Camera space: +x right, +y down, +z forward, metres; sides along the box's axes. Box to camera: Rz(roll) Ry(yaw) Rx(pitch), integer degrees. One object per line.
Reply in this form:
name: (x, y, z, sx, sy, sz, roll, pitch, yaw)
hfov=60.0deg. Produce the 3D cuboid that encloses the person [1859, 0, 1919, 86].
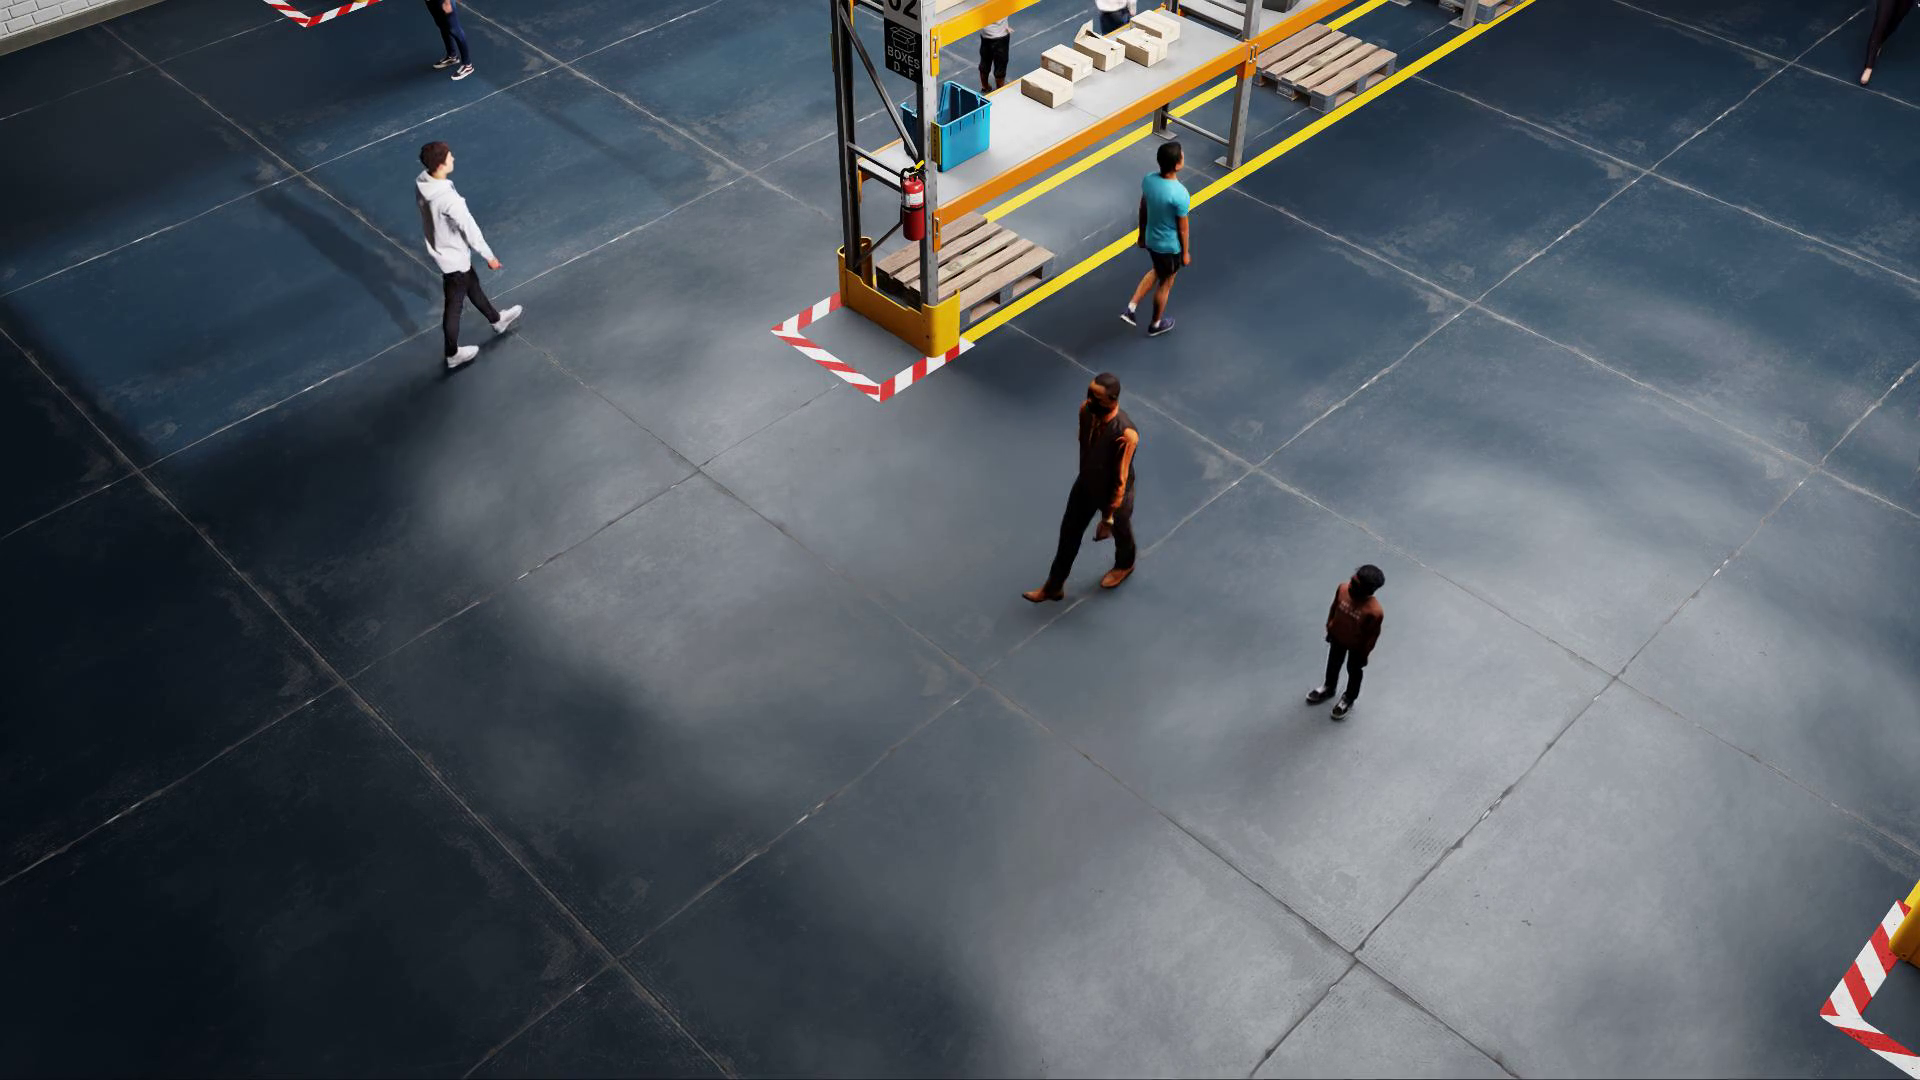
person: (9.345, -5.470, 16.493, 0.872, 1.747, 1.214, 19, 47, 19)

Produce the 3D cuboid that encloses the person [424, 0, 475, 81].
person: (-5.166, -5.466, 16.513, 0.587, 1.713, 0.617, -35, 53, -31)

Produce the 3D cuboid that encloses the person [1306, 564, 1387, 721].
person: (2.471, 0.610, 10.469, 0.491, 1.253, 0.532, -29, 51, -27)

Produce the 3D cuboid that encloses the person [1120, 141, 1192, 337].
person: (1.548, -2.319, 13.174, 0.802, 1.763, 0.697, -26, 49, -24)

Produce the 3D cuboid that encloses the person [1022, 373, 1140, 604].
person: (1.041, -0.358, 11.038, 1.177, 1.870, 0.817, -28, 50, -26)

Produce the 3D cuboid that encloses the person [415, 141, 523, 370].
person: (-4.028, -2.159, 12.914, 0.694, 1.890, 1.040, 33, 53, 30)

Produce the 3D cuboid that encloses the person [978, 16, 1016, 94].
person: (0.335, -5.057, 16.270, 0.582, 1.456, 0.510, 32, 52, 29)

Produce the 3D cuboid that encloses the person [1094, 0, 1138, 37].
person: (1.452, -5.182, 16.240, 0.849, 1.679, 0.645, -32, 52, -29)
